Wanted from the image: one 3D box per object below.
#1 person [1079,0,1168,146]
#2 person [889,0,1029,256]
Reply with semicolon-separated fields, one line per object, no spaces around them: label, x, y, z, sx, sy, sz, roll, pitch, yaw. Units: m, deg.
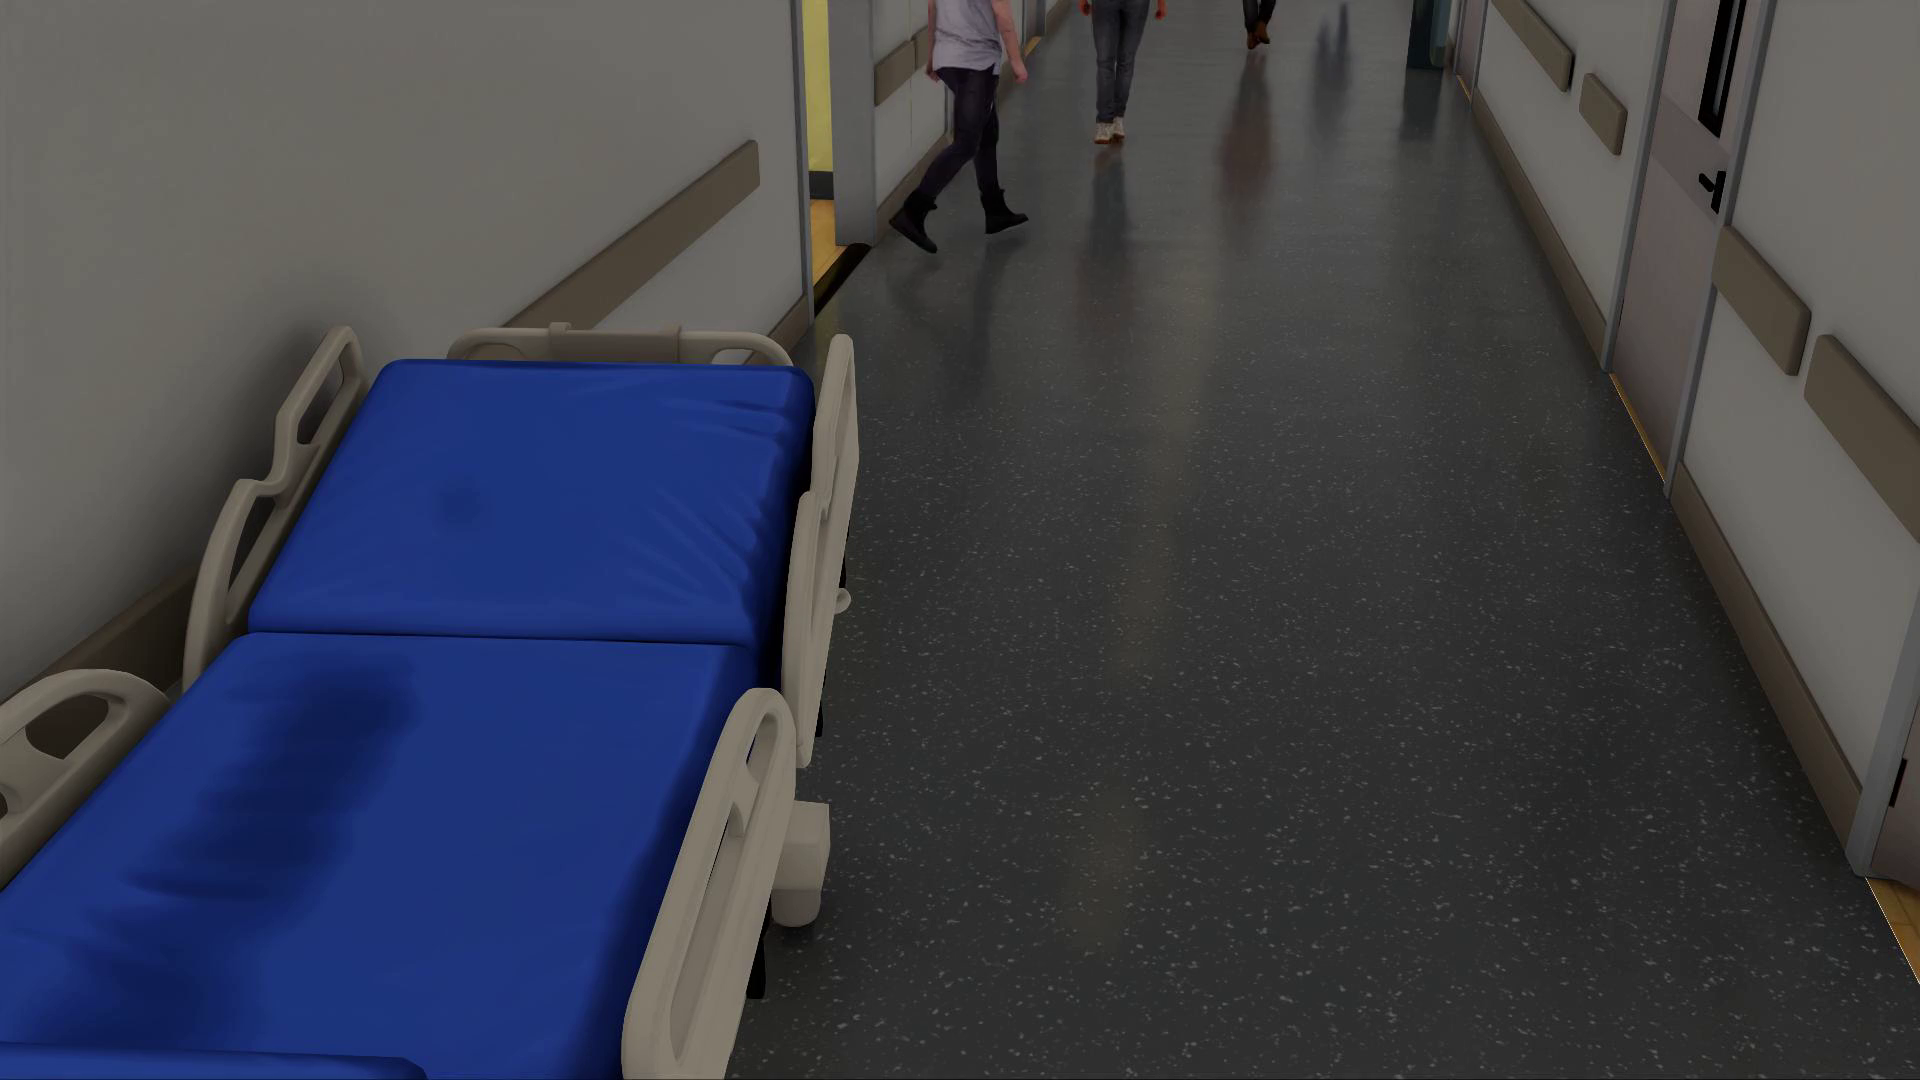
person;1.037;-3.535;10.733;0.903;1.875;0.863;0;26;-1
person;-0.035;-2.366;8.384;1.252;1.809;1.178;-14;29;-27
